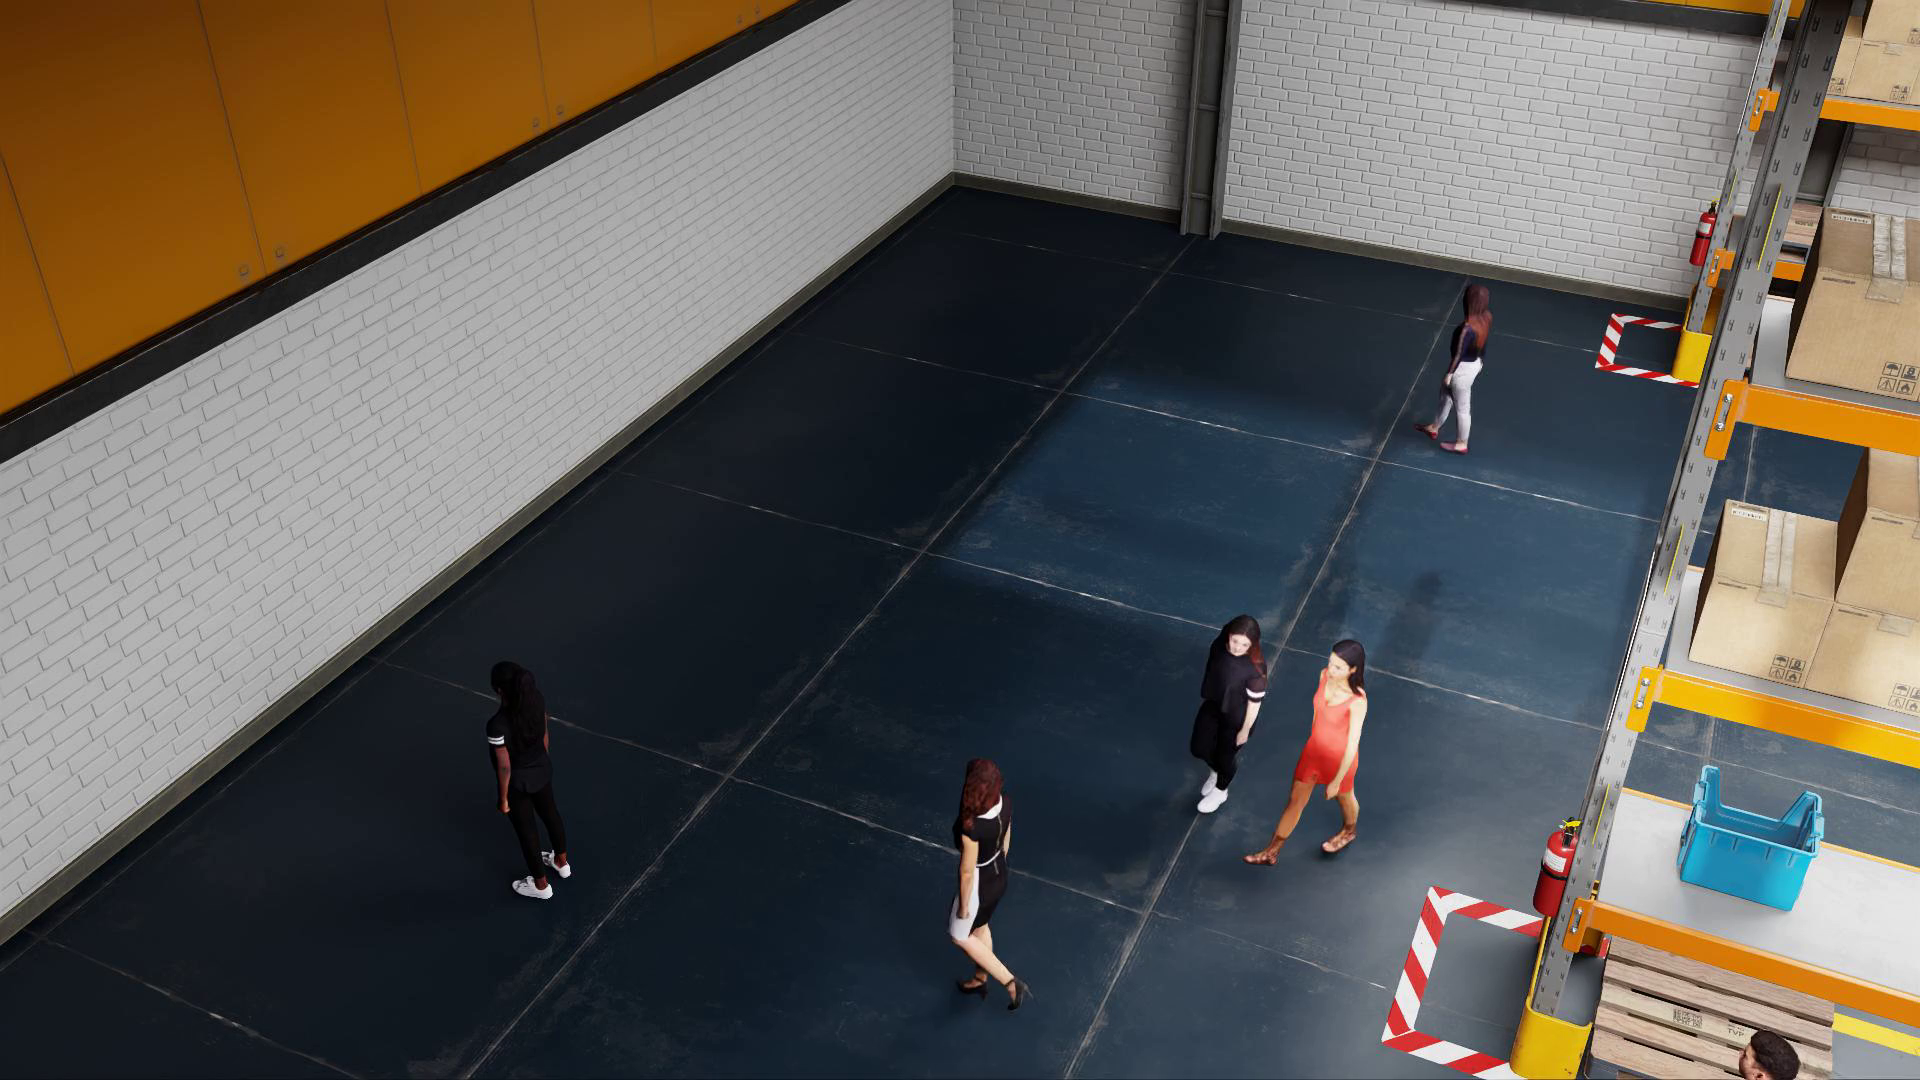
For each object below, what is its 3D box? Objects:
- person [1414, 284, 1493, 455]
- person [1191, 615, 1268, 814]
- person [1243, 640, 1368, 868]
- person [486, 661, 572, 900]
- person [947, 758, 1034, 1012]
[{"bbox_3d":[4.419,-1.445,14.397,0.825,1.593,0.690,22,39,29],"label":"person"},{"bbox_3d":[1.775,1.082,10.575,0.782,1.615,0.687,-22,40,-30],"label":"person"},{"bbox_3d":[2.337,1.311,10.178,1.025,1.673,1.083,-19,38,-26],"label":"person"},{"bbox_3d":[-2.603,1.421,9.962,0.559,1.729,0.608,16,37,22],"label":"person"},{"bbox_3d":[0.178,1.953,9.114,0.816,1.782,0.677,22,39,29],"label":"person"}]
